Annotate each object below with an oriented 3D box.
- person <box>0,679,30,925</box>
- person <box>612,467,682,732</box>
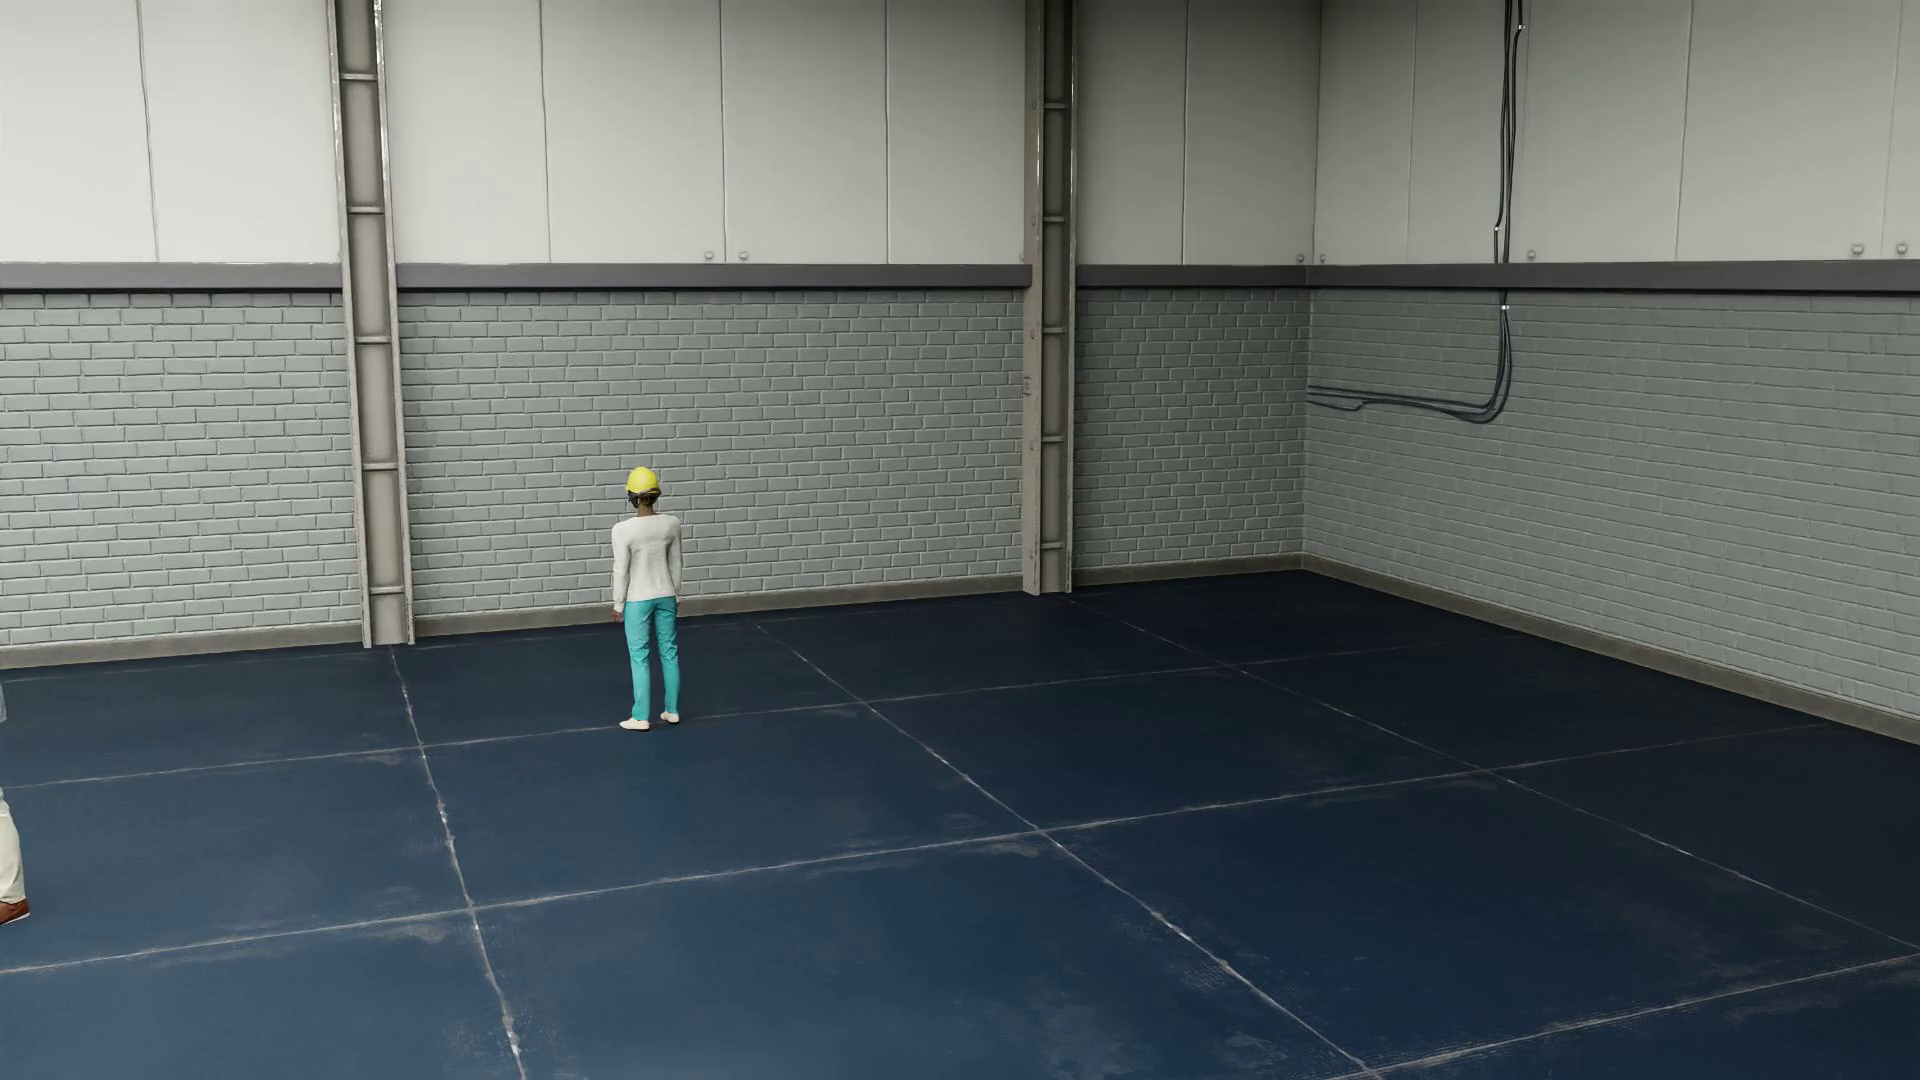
[{"bbox_3d":[-4.622,0.887,7.739,0.506,1.856,0.311,7,11,38],"label":"person"},{"bbox_3d":[-2.084,0.394,11.096,0.525,1.772,0.301,-8,12,-42],"label":"person"}]
